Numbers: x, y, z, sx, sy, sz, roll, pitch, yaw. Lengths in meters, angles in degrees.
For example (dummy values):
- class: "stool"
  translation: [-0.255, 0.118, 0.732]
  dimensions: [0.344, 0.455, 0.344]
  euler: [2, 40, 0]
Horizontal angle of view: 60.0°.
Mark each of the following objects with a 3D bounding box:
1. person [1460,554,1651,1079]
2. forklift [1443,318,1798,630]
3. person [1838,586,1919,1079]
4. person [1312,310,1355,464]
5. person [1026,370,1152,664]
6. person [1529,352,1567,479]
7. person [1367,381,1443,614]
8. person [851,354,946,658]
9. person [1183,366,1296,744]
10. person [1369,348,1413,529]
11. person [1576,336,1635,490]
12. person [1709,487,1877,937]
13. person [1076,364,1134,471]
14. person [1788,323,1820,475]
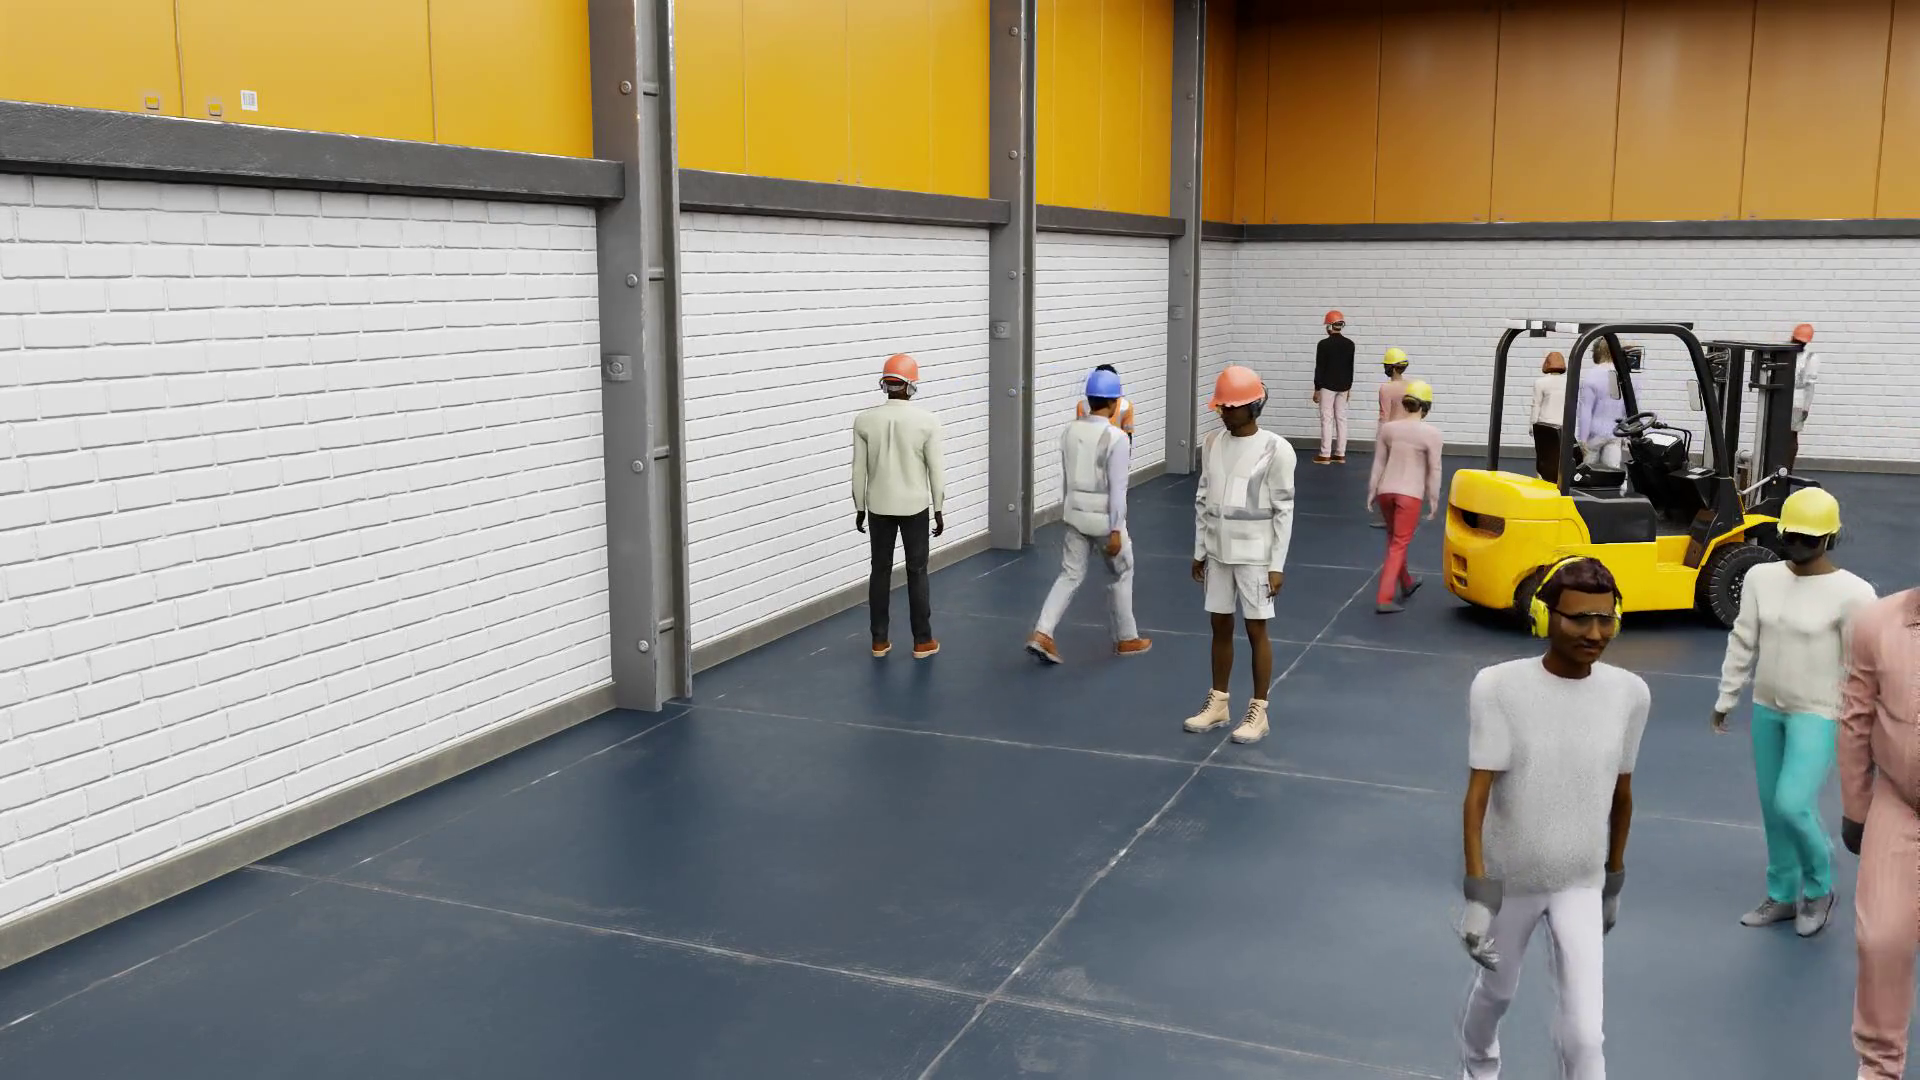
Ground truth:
- class: "person"
  translation: [1.593, 0.921, 4.561]
  dimensions: [0.521, 1.823, 0.995]
  euler: [1, 9, 4]
- class: "forklift"
  translation: [4.706, -0.497, 11.990]
  dimensions: [2.313, 2.155, 1.214]
  euler: [-2, 10, -10]
- class: "person"
  translation: [2.885, 0.838, 4.837]
  dimensions: [0.665, 1.883, 0.675]
  euler: [7, 12, 35]
- class: "person"
  translation: [4.833, -1.976, 21.574]
  dimensions: [0.617, 1.989, 0.400]
  euler: [-5, 11, -30]
- class: "person"
  translation: [0.830, -0.144, 10.729]
  dimensions: [0.962, 1.911, 0.619]
  euler: [-8, 12, -40]
- class: "person"
  translation: [6.505, -1.250, 18.270]
  dimensions: [0.497, 1.627, 0.270]
  euler: [-2, 10, -10]
- class: "person"
  translation: [3.370, -0.330, 12.464]
  dimensions: [0.929, 1.704, 0.533]
  euler: [-9, 13, -43]
- class: "person"
  translation: [-0.396, -0.221, 10.919]
  dimensions: [0.618, 1.993, 0.396]
  euler: [2, 10, 11]
- class: "person"
  translation: [1.495, 0.080, 8.980]
  dimensions: [0.392, 2.033, 0.605]
  euler: [-9, 13, -43]
- class: "person"
  translation: [4.233, -0.988, 16.260]
  dimensions: [0.523, 1.769, 0.315]
  euler: [-8, 12, -39]
- class: "person"
  translation: [6.214, -1.000, 15.939]
  dimensions: [0.637, 1.913, 0.902]
  euler: [-3, 10, -19]
- class: "person"
  translation: [3.169, 0.659, 6.337]
  dimensions: [0.397, 1.750, 0.534]
  euler: [-4, 10, -24]
- class: "person"
  translation: [1.298, -0.734, 14.959]
  dimensions: [0.532, 1.691, 0.322]
  euler: [0, 9, 2]
- class: "person"
  translation: [9.865, -1.626, 19.741]
  dimensions: [0.432, 1.898, 0.597]
  euler: [-6, 11, -32]
